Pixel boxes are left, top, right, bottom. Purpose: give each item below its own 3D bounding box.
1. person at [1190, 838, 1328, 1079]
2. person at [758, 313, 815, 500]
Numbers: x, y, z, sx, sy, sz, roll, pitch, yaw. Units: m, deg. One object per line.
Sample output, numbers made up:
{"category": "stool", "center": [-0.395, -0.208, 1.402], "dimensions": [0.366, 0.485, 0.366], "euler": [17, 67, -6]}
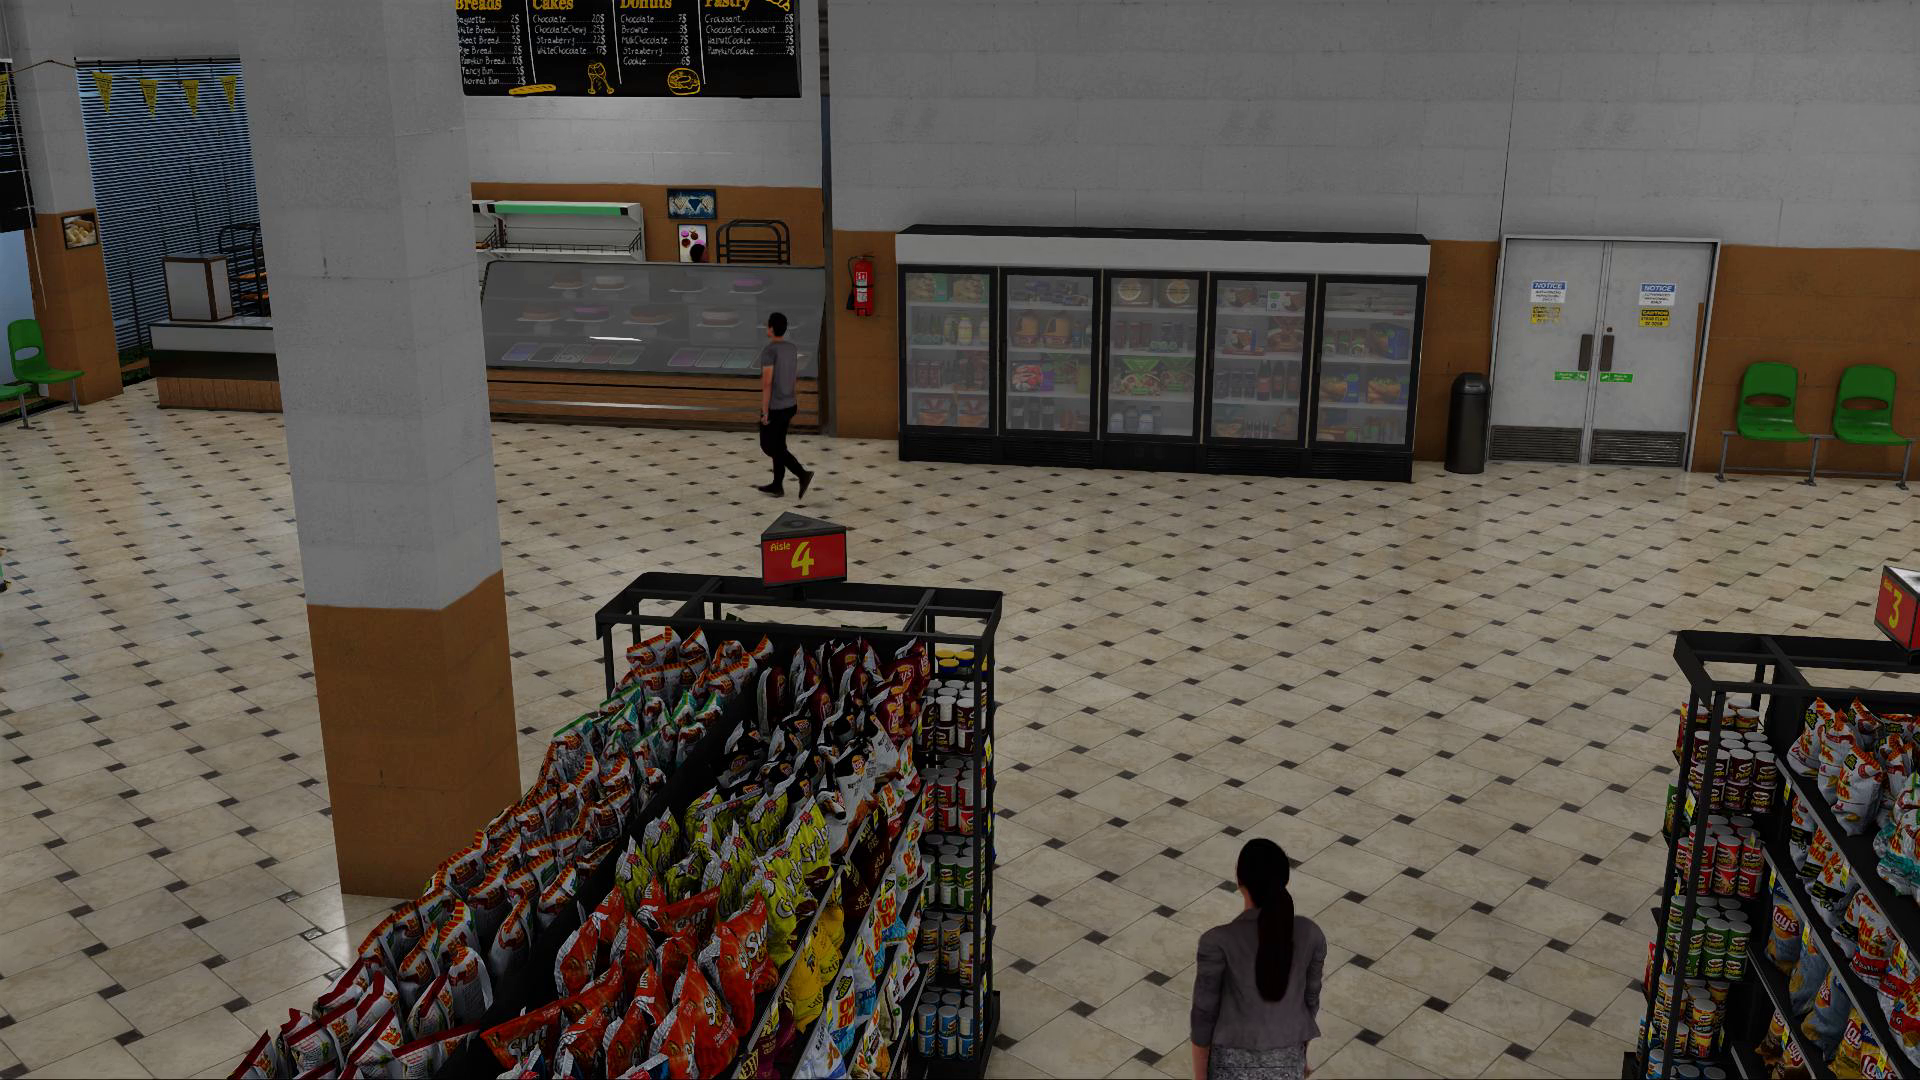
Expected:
{"category": "person", "center": [0.993, 1.814, 5.518], "dimensions": [0.668, 1.666, 0.643], "euler": [-1, 17, -4]}
{"category": "person", "center": [-1.621, -1.212, 15.366], "dimensions": [0.864, 1.735, 0.957], "euler": [9, 19, 27]}
